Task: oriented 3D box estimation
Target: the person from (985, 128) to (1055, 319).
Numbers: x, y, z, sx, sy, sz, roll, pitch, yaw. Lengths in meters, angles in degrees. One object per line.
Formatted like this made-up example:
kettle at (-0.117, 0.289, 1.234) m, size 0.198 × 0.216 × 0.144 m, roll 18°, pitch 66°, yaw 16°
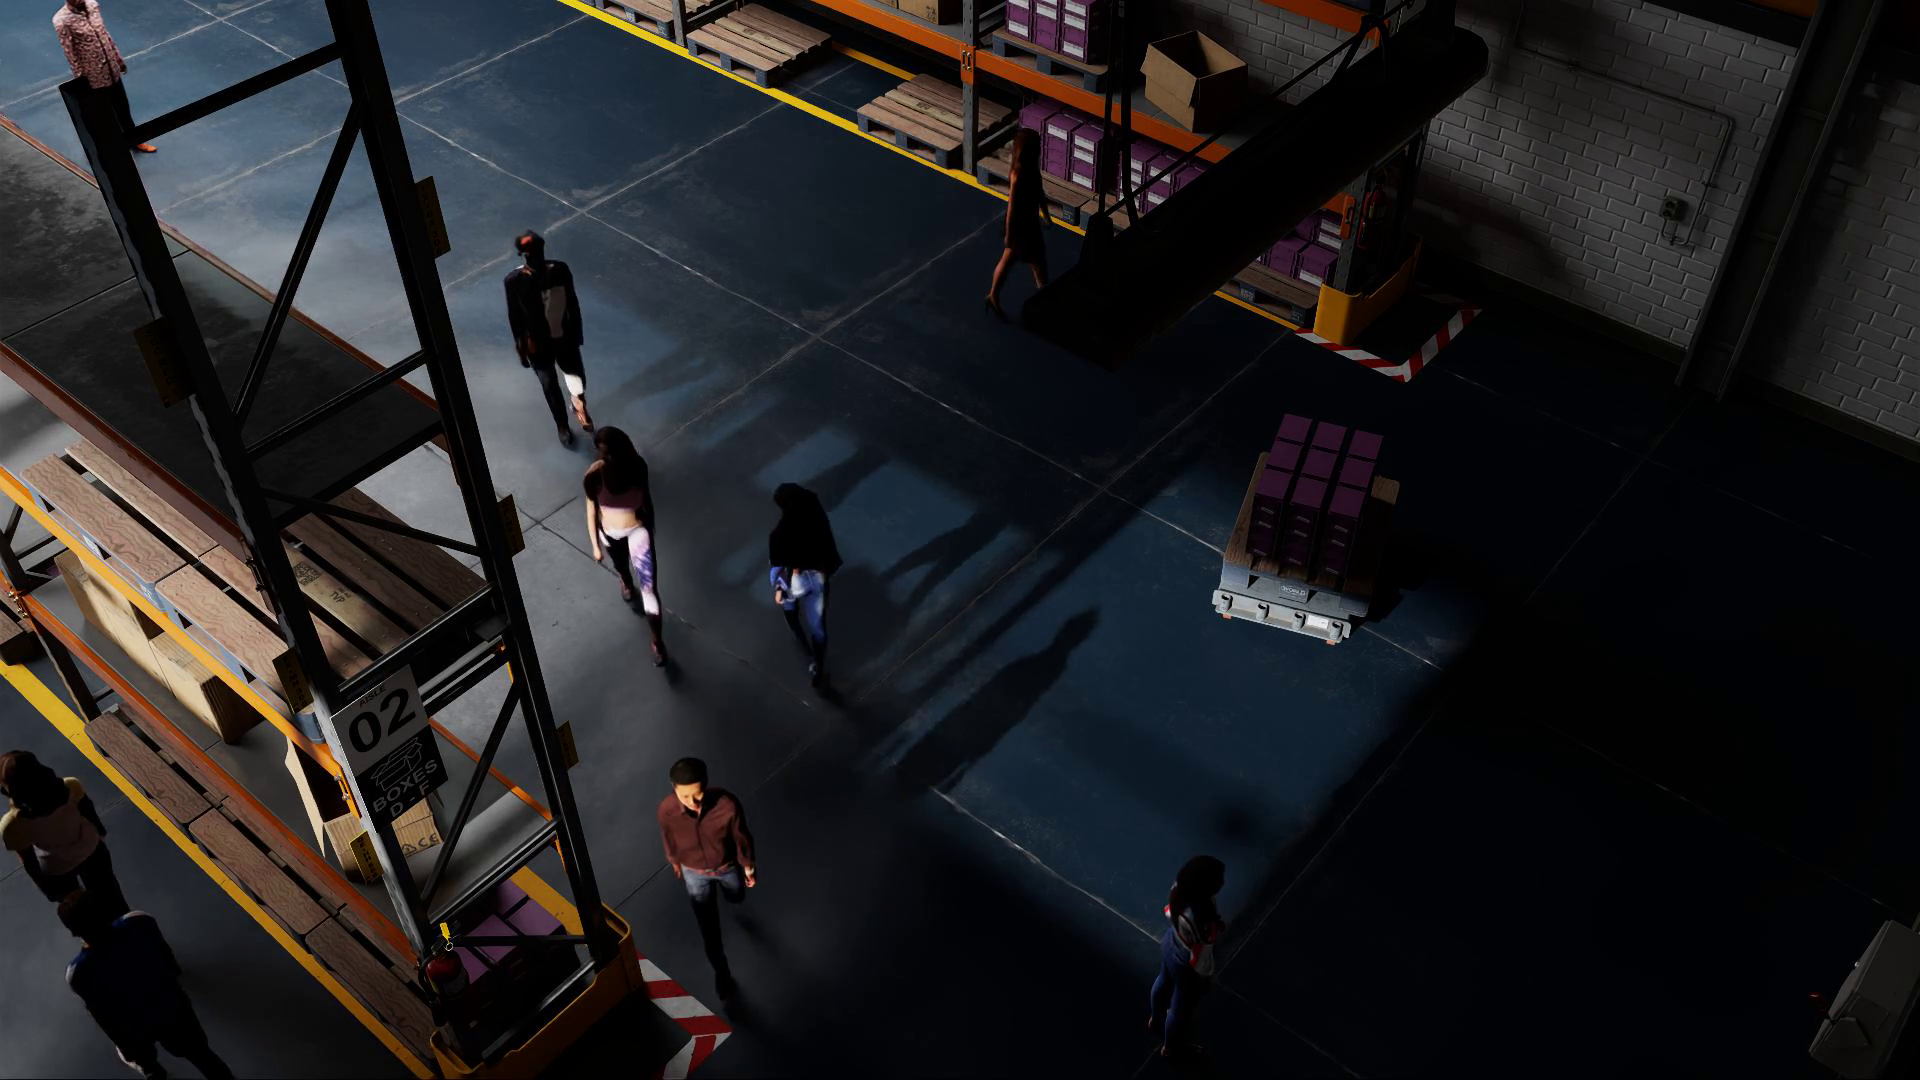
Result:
person at (0.419, -2.544, 13.599) m, size 1.156 × 1.801 × 0.836 m, roll 15°, pitch 46°, yaw 15°

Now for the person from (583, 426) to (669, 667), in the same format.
person at (-2.246, -0.084, 11.076) m, size 1.050 × 1.719 × 1.263 m, roll -12°, pitch 45°, yaw -12°

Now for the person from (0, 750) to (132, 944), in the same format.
person at (-4.799, 1.790, 9.115) m, size 0.645 × 1.710 × 0.628 m, roll 29°, pitch 51°, yaw 27°

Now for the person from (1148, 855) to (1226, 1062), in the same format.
person at (1.194, 2.186, 8.770) m, size 0.724 × 1.612 × 0.632 m, roll -10°, pitch 45°, yaw -10°

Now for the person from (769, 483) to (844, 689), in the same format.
person at (-0.984, 0.330, 10.731) m, size 0.919 × 1.595 × 1.039 m, roll -13°, pitch 45°, yaw -13°

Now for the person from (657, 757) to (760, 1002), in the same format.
person at (-1.370, 1.715, 9.161) m, size 1.048 × 1.755 × 1.154 m, roll -7°, pitch 44°, yaw -7°

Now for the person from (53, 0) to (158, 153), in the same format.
person at (-8.048, -4.391, 15.532) m, size 0.705 × 1.807 × 0.762 m, roll 15°, pitch 46°, yaw 16°

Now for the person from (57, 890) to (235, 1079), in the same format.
person at (-4.028, 2.411, 8.386) m, size 1.275 × 1.816 × 0.795 m, roll 23°, pitch 48°, yaw 22°

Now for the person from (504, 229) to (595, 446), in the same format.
person at (-3.103, -1.553, 12.499) m, size 0.801 × 1.882 × 0.825 m, roll -14°, pitch 45°, yaw -14°
